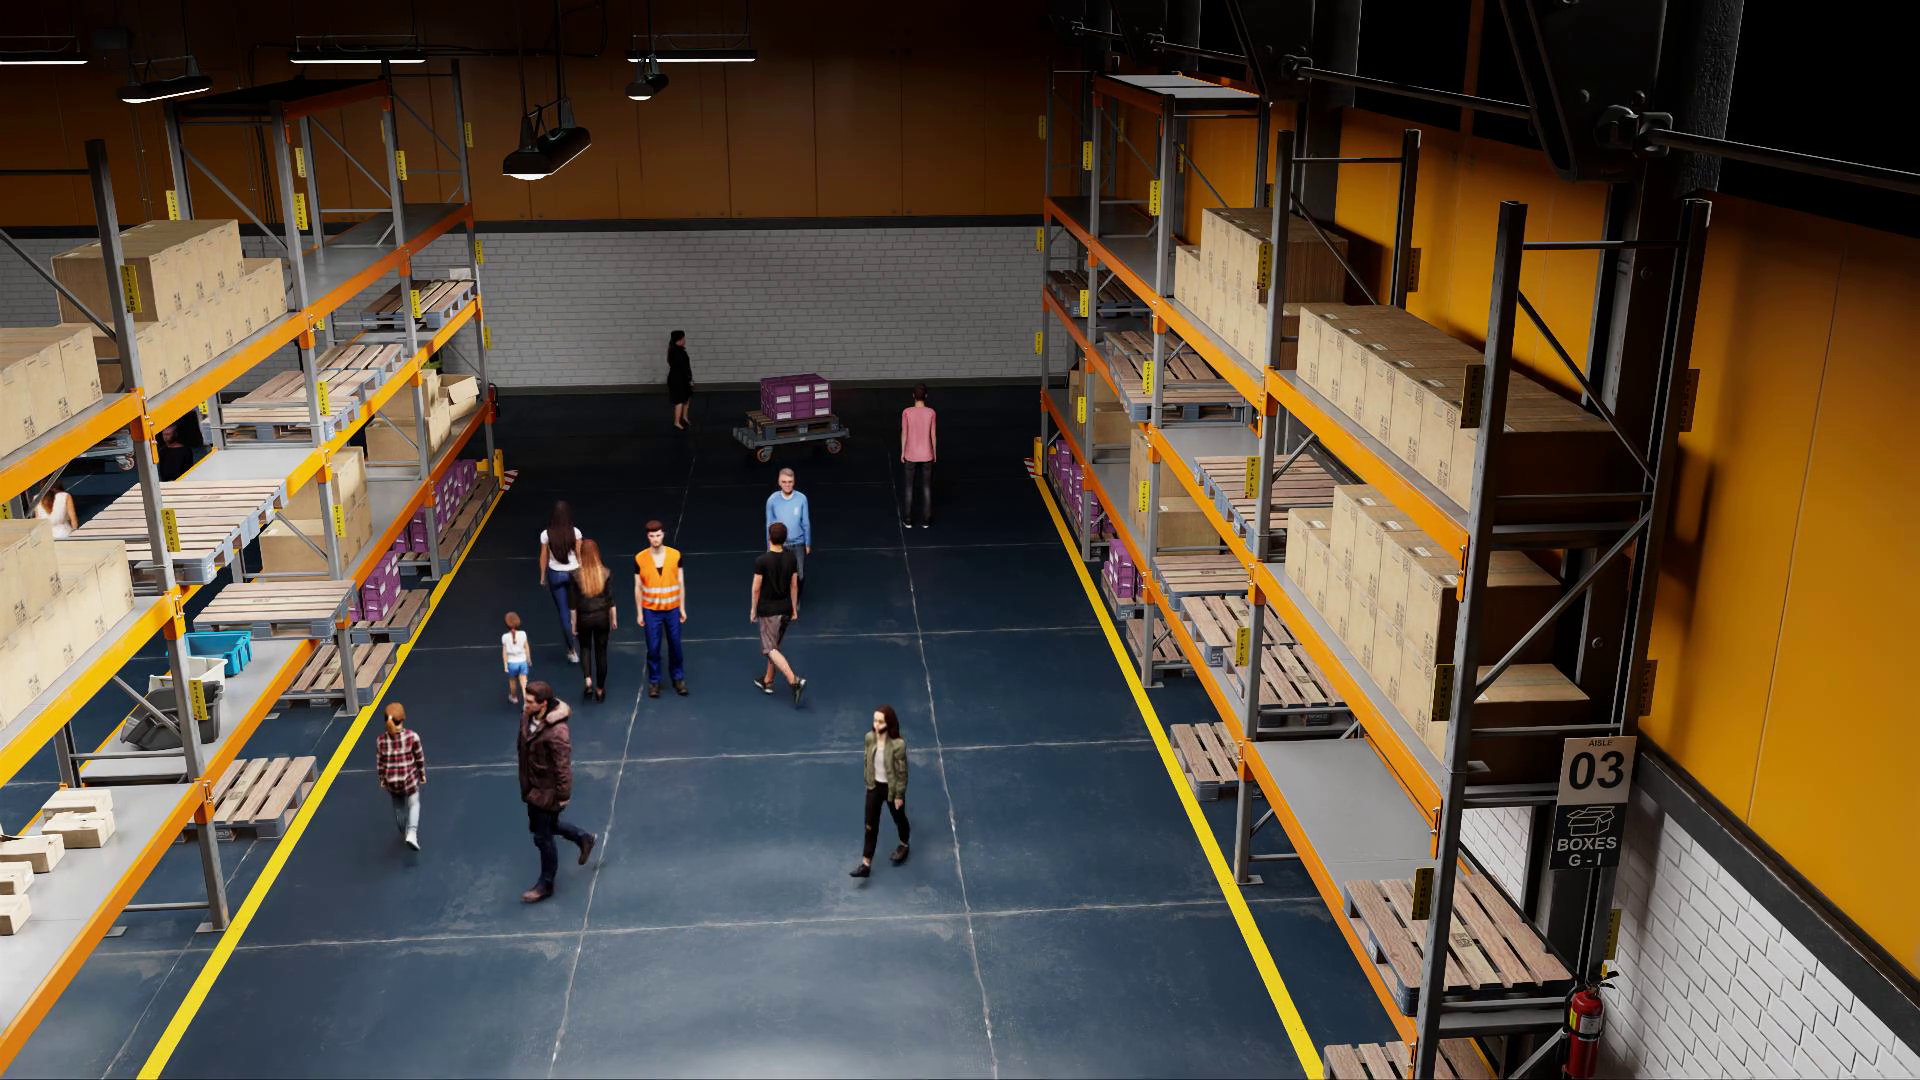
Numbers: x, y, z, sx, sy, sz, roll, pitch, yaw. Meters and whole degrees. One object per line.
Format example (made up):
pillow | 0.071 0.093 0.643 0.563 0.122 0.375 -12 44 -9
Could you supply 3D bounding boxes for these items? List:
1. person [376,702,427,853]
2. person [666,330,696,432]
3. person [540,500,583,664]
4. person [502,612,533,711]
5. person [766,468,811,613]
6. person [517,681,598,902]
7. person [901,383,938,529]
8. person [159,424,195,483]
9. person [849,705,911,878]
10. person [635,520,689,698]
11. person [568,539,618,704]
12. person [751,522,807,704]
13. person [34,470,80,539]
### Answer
person | -4.689 2.013 13.936 0.582 1.291 0.799 -4 19 -11
person | -4.607 -2.555 26.918 0.829 1.663 0.683 -6 19 -17
person | -4.221 0.477 17.800 0.828 1.735 1.184 -7 20 -20
person | -4.442 1.244 16.687 0.589 0.993 0.762 -9 21 -26
person | -1.976 0.005 19.104 0.651 1.799 0.655 -2 19 -7
person | -3.242 1.949 13.283 1.131 1.830 1.108 -16 25 -40
person | -0.554 -1.123 22.205 0.627 1.956 0.546 -2 19 -5
person | -9.869 -0.631 21.072 0.624 1.747 0.581 1 19 3
person | -0.560 2.034 13.648 0.933 1.435 1.055 10 21 28
person | -3.039 0.681 16.970 0.703 1.880 0.674 -5 19 -14
person | -3.699 0.847 16.753 0.621 1.703 0.603 -3 19 -9
person | -1.832 0.760 16.812 1.078 1.831 1.212 -17 25 -40
person | -10.296 0.064 18.969 0.678 1.773 0.850 -5 19 -13
